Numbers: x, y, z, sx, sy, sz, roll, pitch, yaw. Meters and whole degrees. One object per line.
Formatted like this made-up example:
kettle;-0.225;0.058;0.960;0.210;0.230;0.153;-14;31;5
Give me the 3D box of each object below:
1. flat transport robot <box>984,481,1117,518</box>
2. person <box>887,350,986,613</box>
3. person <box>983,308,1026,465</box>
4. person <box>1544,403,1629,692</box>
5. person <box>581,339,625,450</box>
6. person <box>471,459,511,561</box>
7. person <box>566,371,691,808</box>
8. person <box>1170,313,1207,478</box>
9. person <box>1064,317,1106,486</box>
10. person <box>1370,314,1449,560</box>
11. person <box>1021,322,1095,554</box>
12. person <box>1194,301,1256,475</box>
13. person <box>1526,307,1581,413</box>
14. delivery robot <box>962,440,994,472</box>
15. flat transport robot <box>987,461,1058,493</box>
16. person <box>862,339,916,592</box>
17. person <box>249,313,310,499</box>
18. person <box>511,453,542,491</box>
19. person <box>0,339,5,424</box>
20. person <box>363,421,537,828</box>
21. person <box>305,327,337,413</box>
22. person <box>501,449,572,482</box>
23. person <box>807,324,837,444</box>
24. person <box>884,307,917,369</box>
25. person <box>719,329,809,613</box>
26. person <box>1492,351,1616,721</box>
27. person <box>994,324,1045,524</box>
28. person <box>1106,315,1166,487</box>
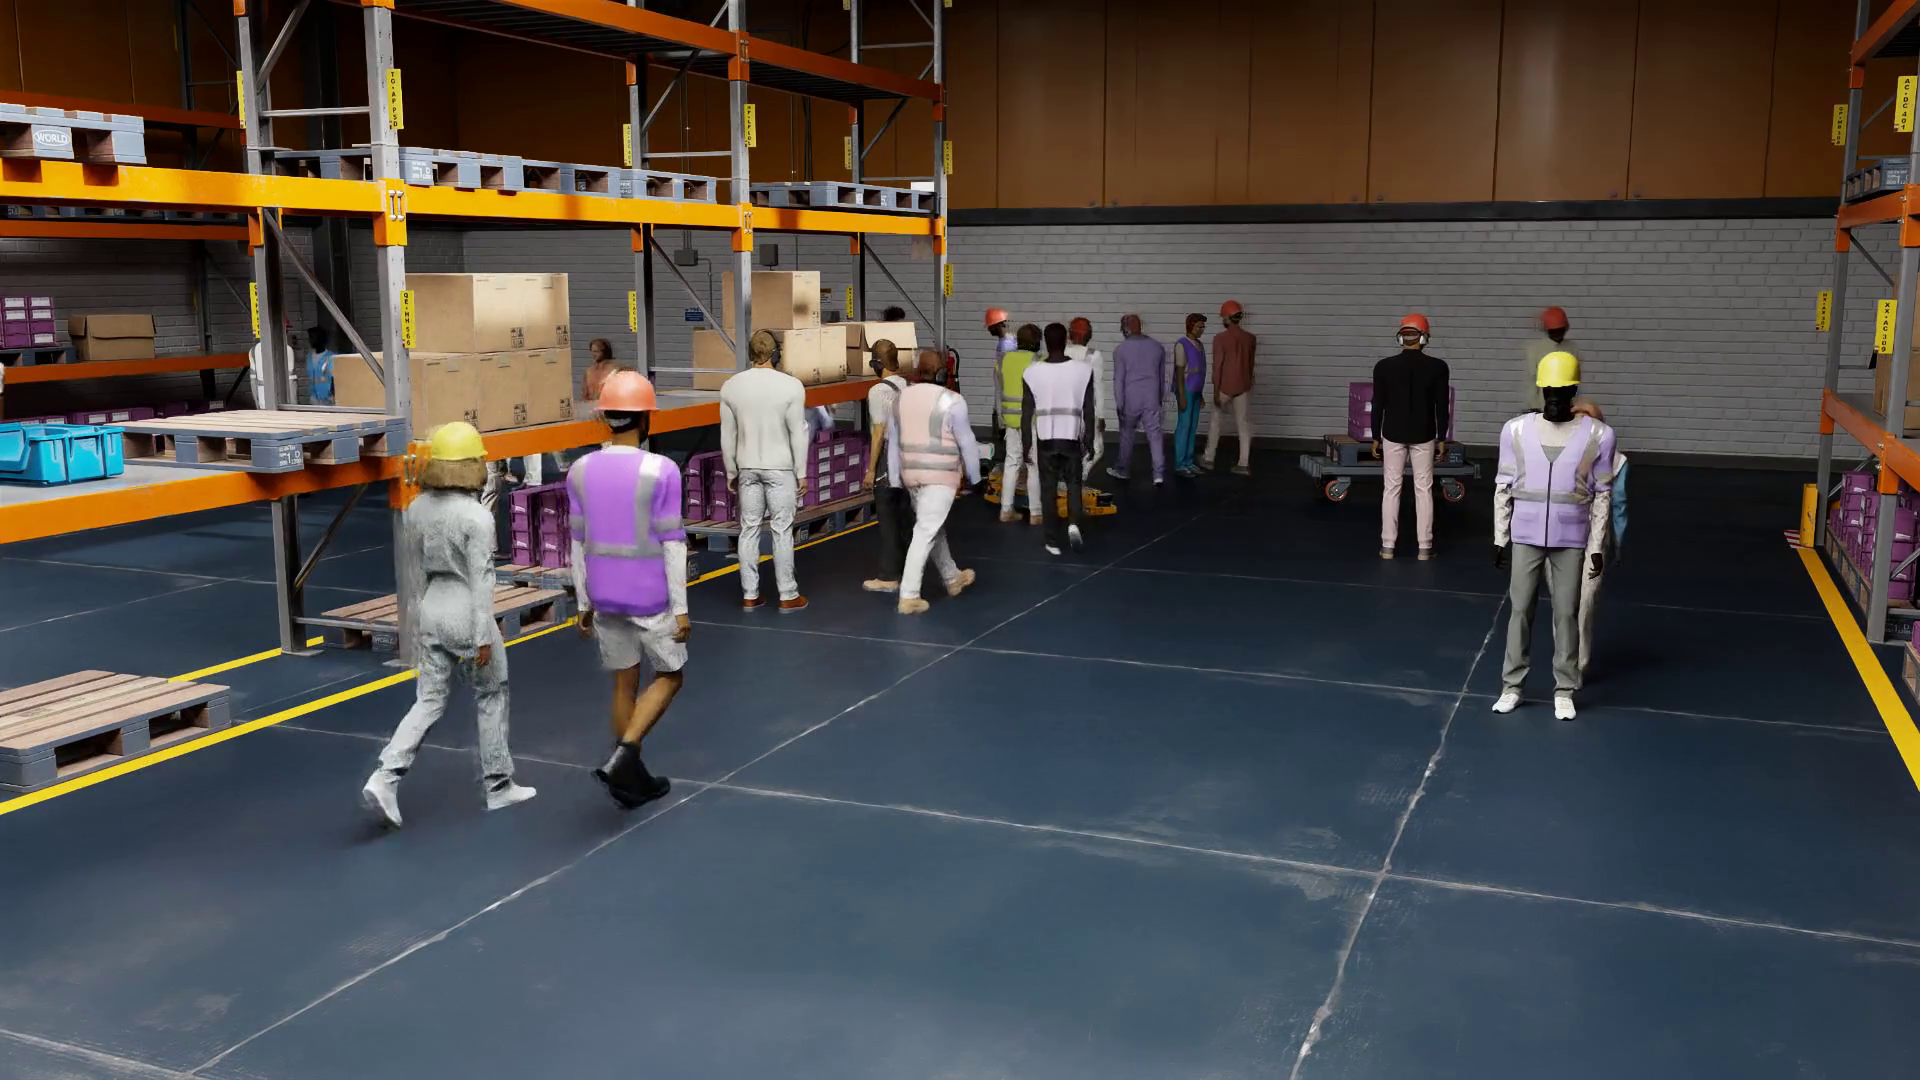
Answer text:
flat transport robot;0.857;-0.417;16.120;0.652;0.197;1.431;-5;11;-27
person;-0.155;-0.418;11.543;0.623;1.785;0.998;8;12;39
person;0.497;-1.754;19.369;0.886;1.867;0.594;-1;9;-6
person;3.538;0.002;9.547;0.524;1.598;0.825;5;11;30
person;-3.719;-1.253;17.136;0.535;1.607;0.743;5;11;29
person;-3.838;-0.647;13.373;0.521;1.639;0.311;6;11;34
person;-1.431;0.240;7.142;0.569;1.921;0.526;4;10;21
person;2.582;-1.631;18.735;0.390;1.839;0.564;6;11;30
person;1.180;-1.246;16.304;0.606;1.872;0.432;8;12;39
person;3.625;-0.827;13.432;0.612;1.981;0.409;3;10;18
person;0.801;-0.824;13.631;0.608;1.904;0.435;-1;9;-4
person;3.059;-1.750;19.082;0.629;1.960;0.904;-4;10;-23
person;5.902;-1.327;16.533;0.619;1.958;0.525;-1;9;-7
delivery robot;0.017;-0.954;18.232;0.707;0.478;0.477;0;9;-1
flat transport robot;0.676;-0.662;17.604;0.652;0.197;1.431;1;9;6
person;-0.514;-0.537;12.111;0.344;1.839;0.505;6;11;34
person;-6.912;-1.374;16.887;0.550;1.933;0.373;4;10;22
person;-4.520;-1.386;17.267;0.404;1.831;0.600;-3;10;-20
person;-8.716;-1.015;15.013;0.522;1.838;0.783;2;10;11
person;-2.181;0.362;7.036;0.487;1.722;0.752;5;11;27
person;-7.557;-1.704;19.729;0.543;1.645;0.875;4;10;23
person;-4.687;-1.567;18.225;1.042;1.893;0.644;-9;13;-42
person;-1.587;-1.568;18.687;0.443;1.729;0.552;-2;10;-12
person;-0.675;-1.627;18.503;0.969;1.919;0.615;7;11;35
person;-1.325;-0.463;11.355;0.628;1.940;0.377;3;10;17
person;3.091;-0.021;8.713;0.587;1.928;0.362;4;10;25
person;0.615;-1.052;15.288;0.640;1.836;0.429;8;12;39
person;1.930;-1.504;17.976;0.673;1.841;1.032;-3;10;-16
